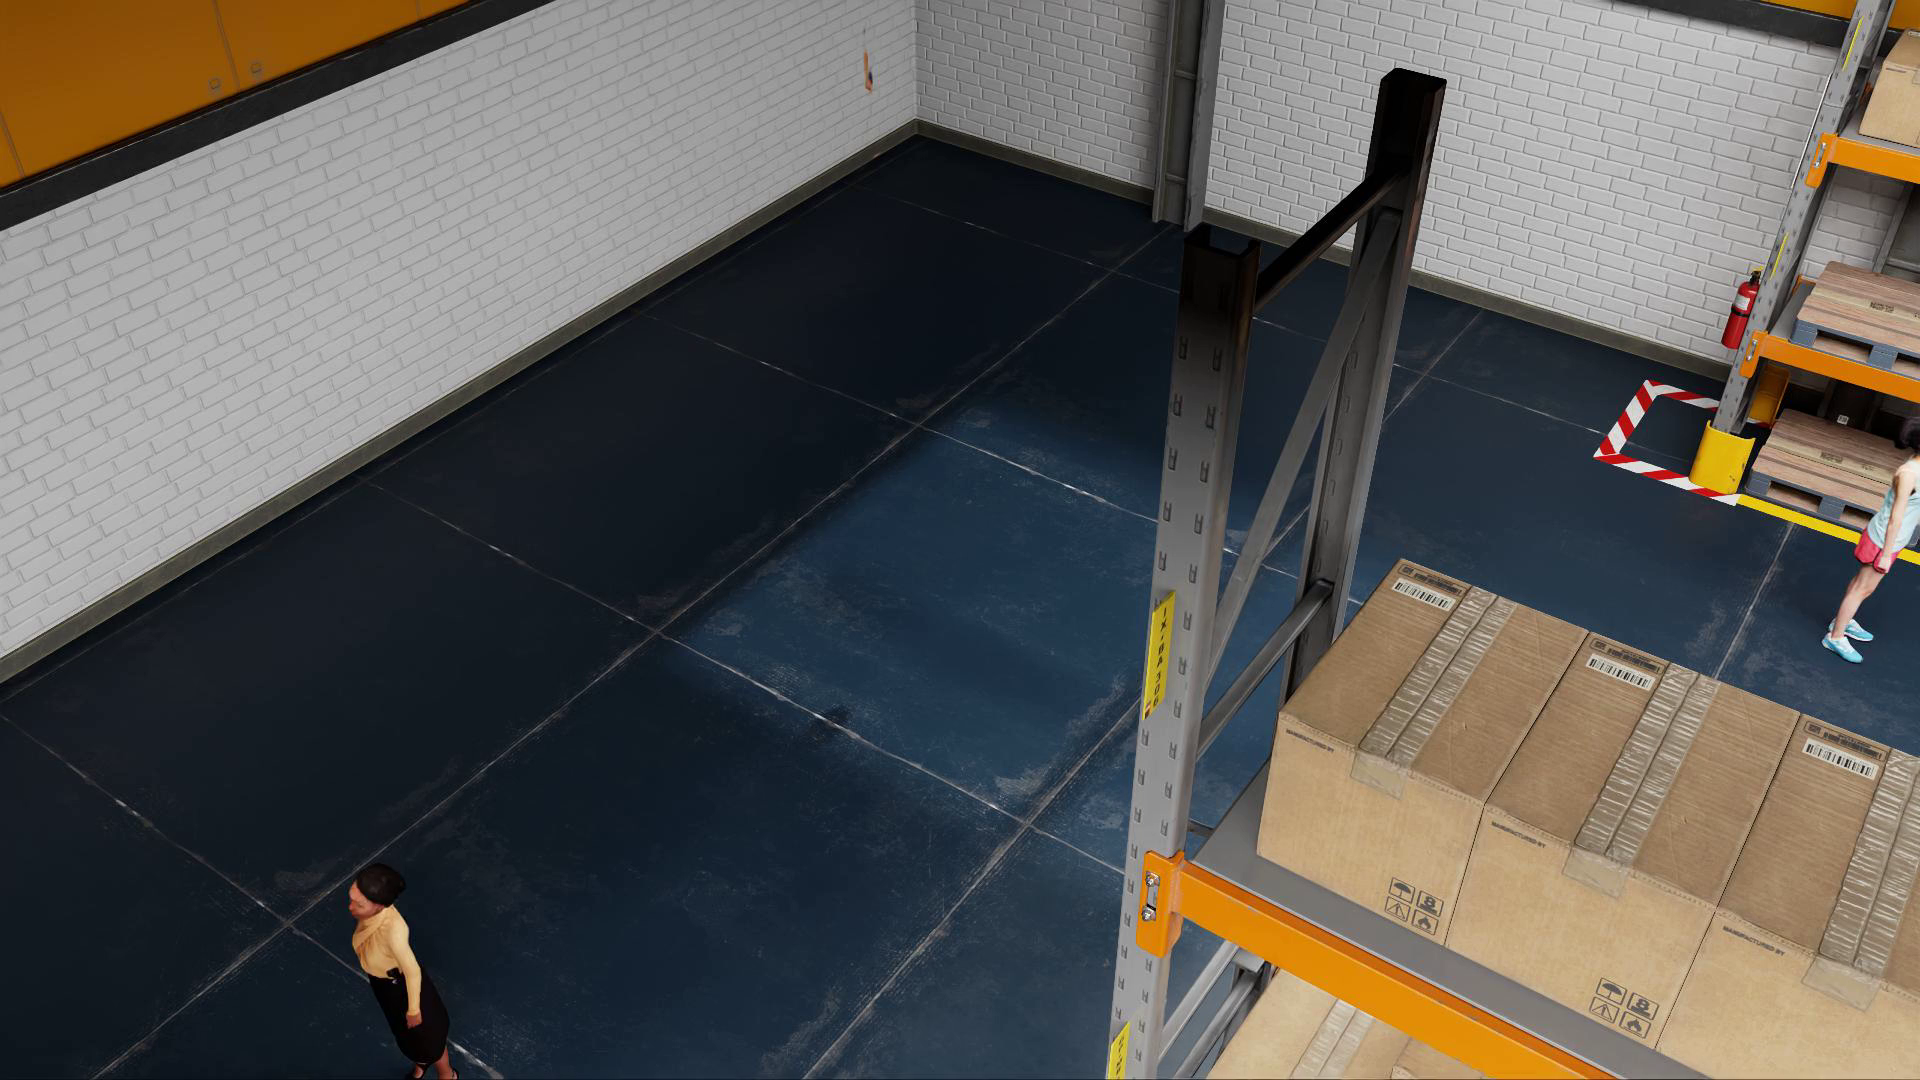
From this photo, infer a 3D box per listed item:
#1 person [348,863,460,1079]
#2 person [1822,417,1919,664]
[{"bbox_3d":[-2.689,2.156,8.012,0.662,1.651,0.525,-31,48,-33],"label":"person"},{"bbox_3d":[5.932,-0.011,10.634,0.592,1.765,0.585,26,46,29],"label":"person"}]
